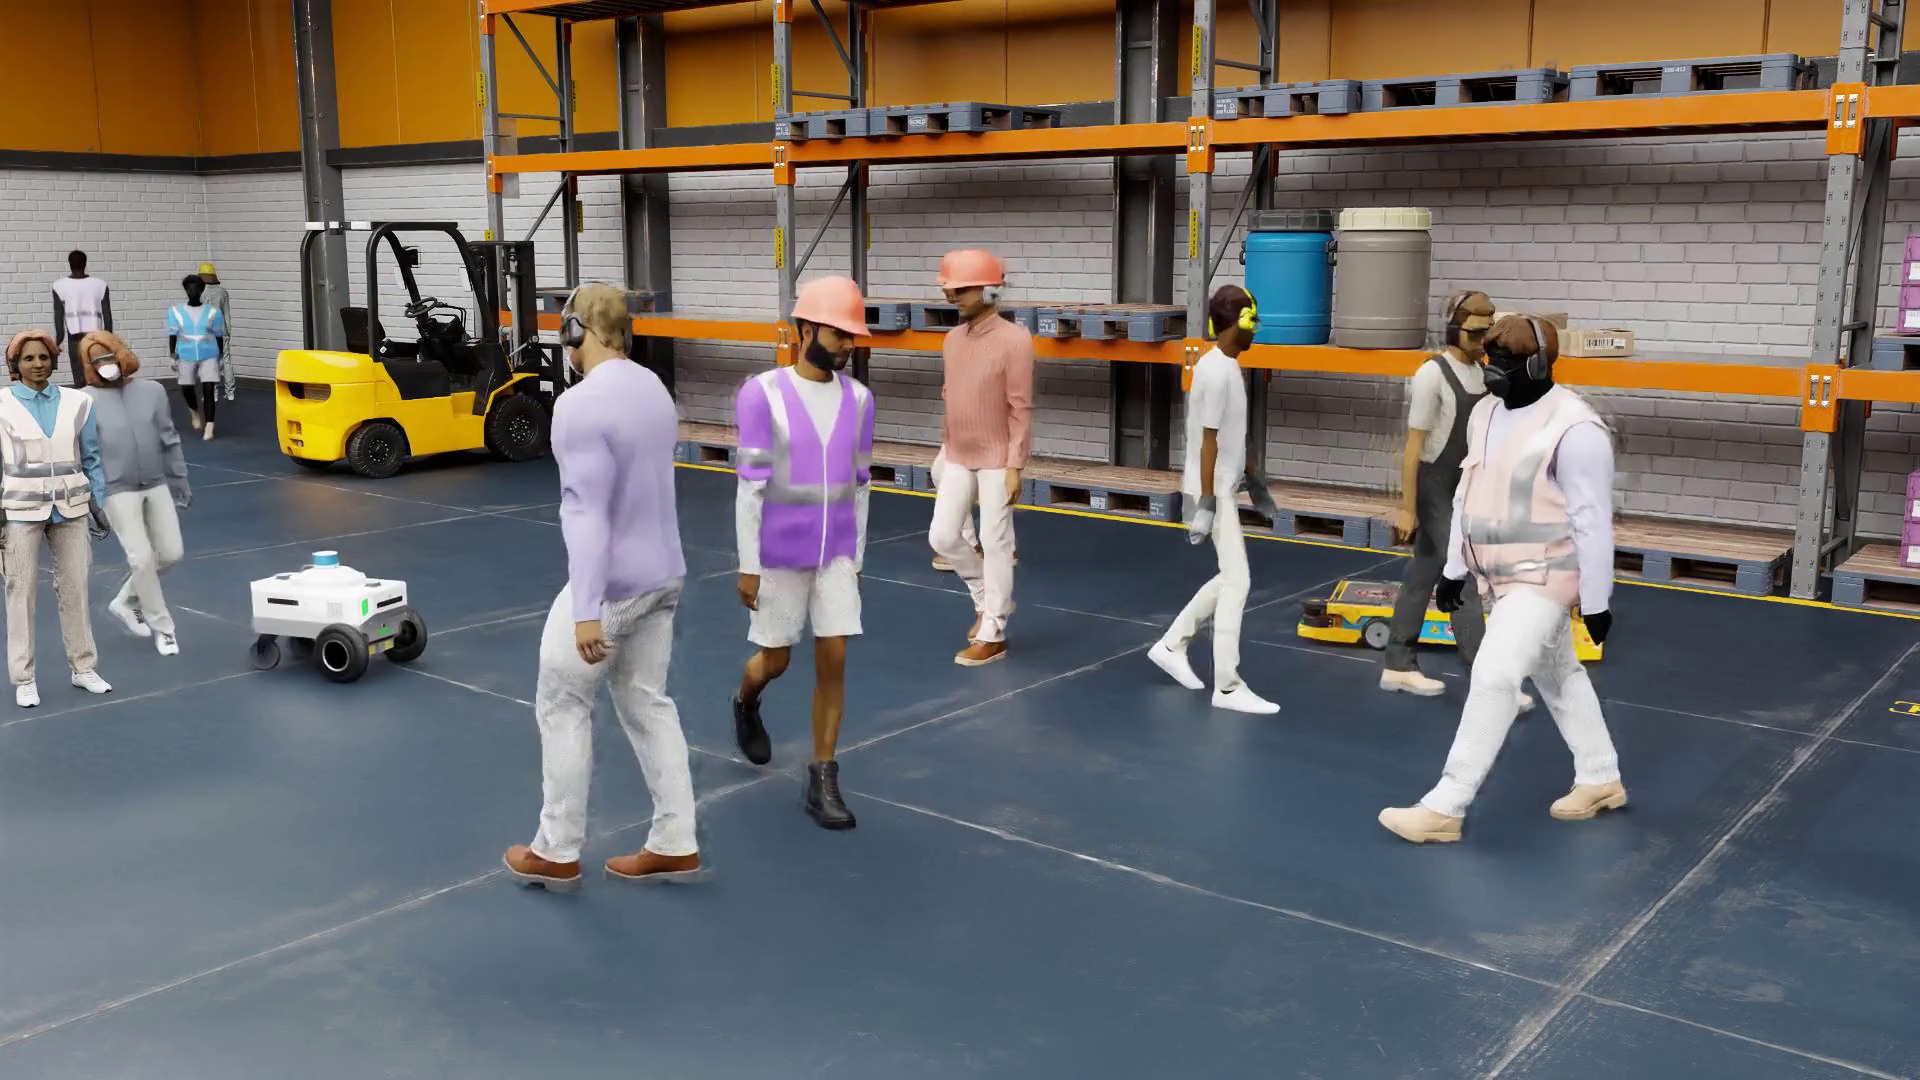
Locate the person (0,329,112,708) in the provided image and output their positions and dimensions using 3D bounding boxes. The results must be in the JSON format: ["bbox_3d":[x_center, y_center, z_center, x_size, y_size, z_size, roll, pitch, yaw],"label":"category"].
[{"bbox_3d":[-4.018,-0.103,7.309,0.309,1.641,0.513,9,14,41],"label":"person"}]

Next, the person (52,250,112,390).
[{"bbox_3d":[-10.047,-2.366,19.095,0.593,1.918,0.399,-8,13,-37],"label":"person"}]

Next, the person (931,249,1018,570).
[{"bbox_3d":[0.060,-0.769,10.118,0.674,1.956,0.665,0,10,2],"label":"person"}]

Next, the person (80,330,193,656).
[{"bbox_3d":[-4.063,-0.232,8.146,0.510,1.597,0.549,7,12,34],"label":"person"}]

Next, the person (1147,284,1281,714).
[{"bbox_3d":[1.122,-0.190,7.262,0.534,1.841,0.530,2,10,12],"label":"person"}]

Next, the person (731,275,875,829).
[{"bbox_3d":[-0.588,0.016,5.921,0.570,1.907,0.806,-6,12,-31],"label":"person"}]

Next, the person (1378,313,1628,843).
[{"bbox_3d":[1.931,0.130,5.640,0.989,1.790,0.608,-2,10,-10],"label":"person"}]

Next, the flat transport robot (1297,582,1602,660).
[{"bbox_3d":[2.471,0.385,8.399,1.431,0.197,0.652,3,11,19],"label":"flat transport robot"}]

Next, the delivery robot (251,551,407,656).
[{"bbox_3d":[-2.978,0.296,7.849,0.707,0.478,0.477,4,11,20],"label":"delivery robot"}]

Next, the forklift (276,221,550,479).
[{"bbox_3d":[-4.922,-1.741,14.854,1.214,2.155,2.313,8,13,38],"label":"forklift"}]

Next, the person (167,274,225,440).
[{"bbox_3d":[-7.796,-1.879,17.022,0.545,1.681,0.637,-4,11,-20],"label":"person"}]

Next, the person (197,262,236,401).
[{"bbox_3d":[-9.447,-2.625,21.000,0.319,1.742,0.492,7,12,34],"label":"person"}]

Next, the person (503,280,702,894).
[{"bbox_3d":[-1.151,0.155,5.181,0.733,1.892,0.685,3,11,16],"label":"person"}]

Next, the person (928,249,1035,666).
[{"bbox_3d":[0.109,-0.389,7.944,0.622,1.981,0.436,10,14,43],"label":"person"}]

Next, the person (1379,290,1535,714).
[{"bbox_3d":[2.197,-0.156,7.137,0.851,1.803,0.556,9,13,39],"label":"person"}]
